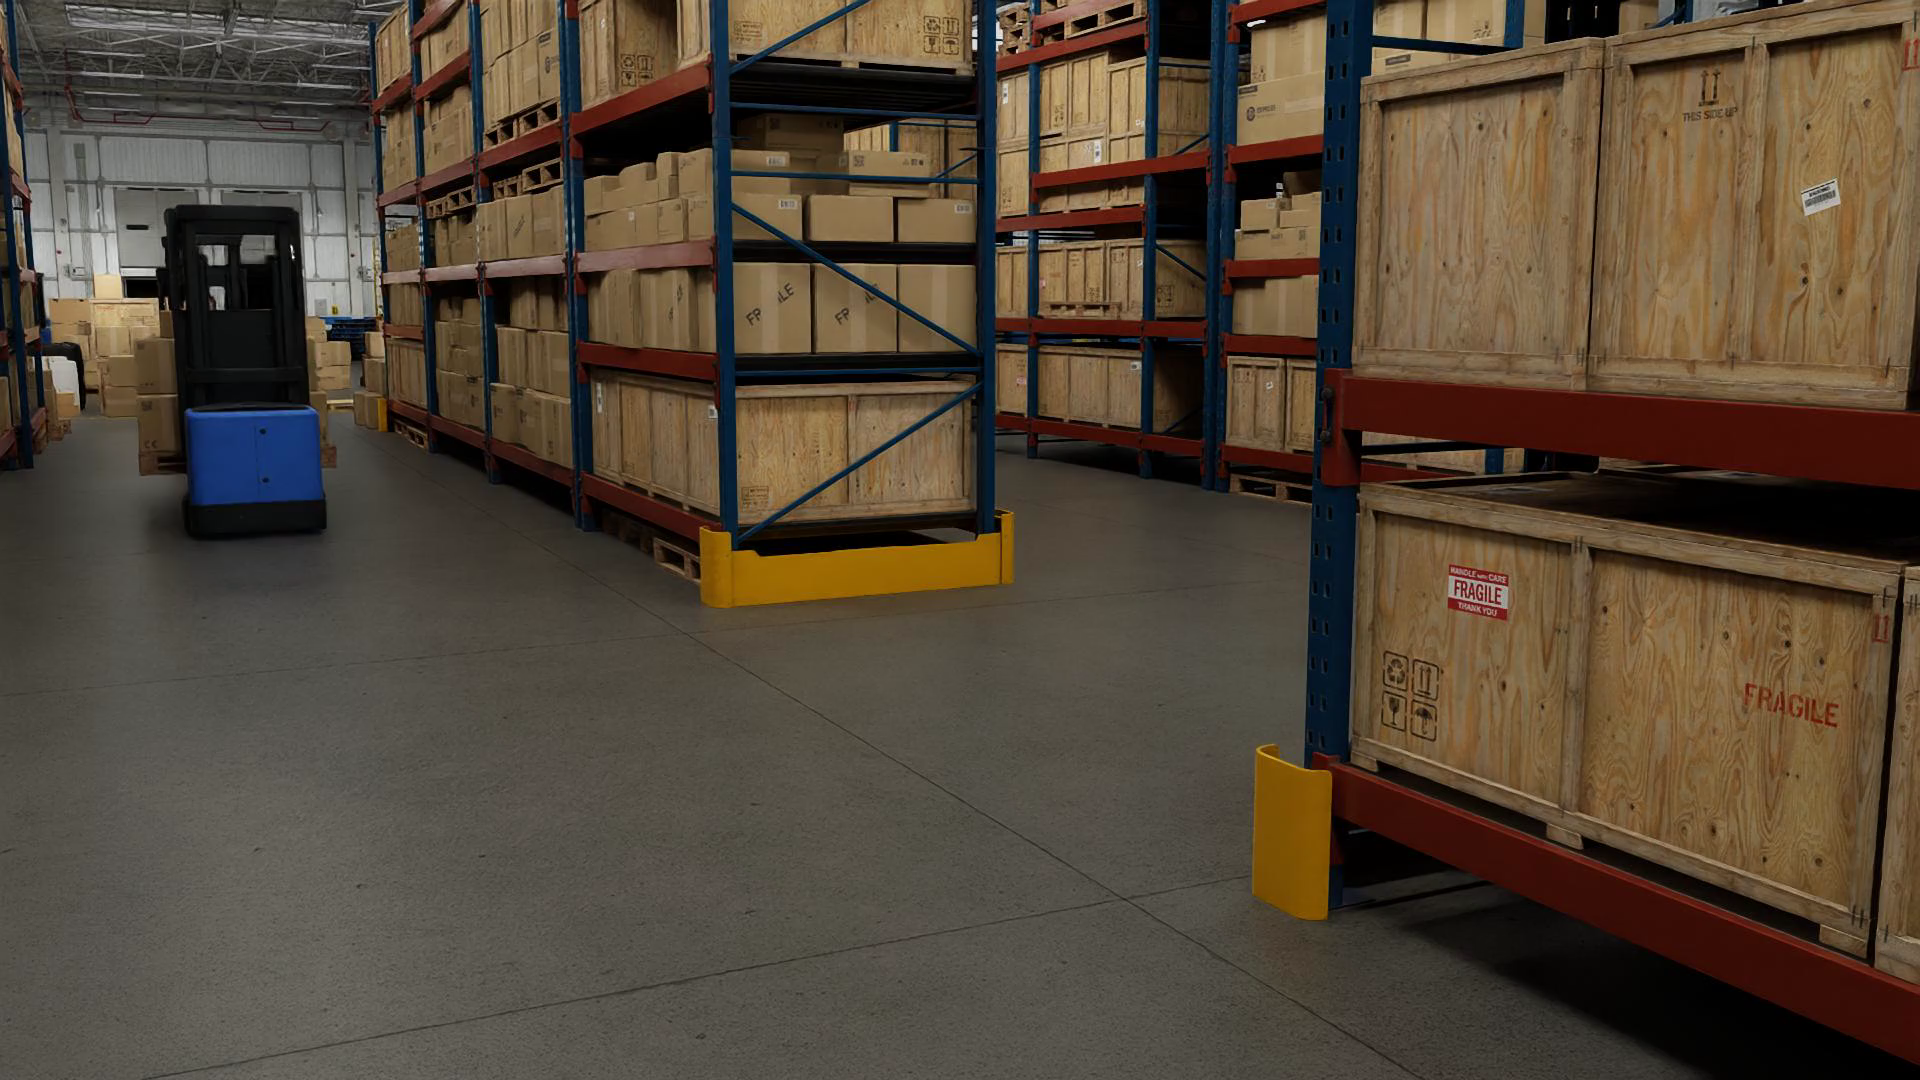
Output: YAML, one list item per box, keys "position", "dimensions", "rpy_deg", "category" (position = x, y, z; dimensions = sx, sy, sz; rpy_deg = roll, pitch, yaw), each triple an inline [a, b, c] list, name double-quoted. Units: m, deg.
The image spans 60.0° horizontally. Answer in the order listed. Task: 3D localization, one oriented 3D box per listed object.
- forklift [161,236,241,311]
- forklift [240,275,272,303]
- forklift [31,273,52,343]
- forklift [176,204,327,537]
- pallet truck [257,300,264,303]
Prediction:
- position: [-9.865, -2.569, 21.800]
  dimensions: [1.129, 2.768, 1.873]
  rpy_deg: [-4, 9, -26]
  category: "forklift"
- position: [-17.112, -5.252, 40.304]
  dimensions: [1.129, 2.768, 1.873]
  rpy_deg: [-4, 9, -26]
  category: "forklift"
- position: [-28.341, -6.758, 50.689]
  dimensions: [1.873, 2.768, 1.129]
  rpy_deg: [4, 9, 24]
  category: "forklift"
- position: [-6.273, -1.522, 14.584]
  dimensions: [1.129, 2.768, 1.873]
  rpy_deg: [-4, 9, -26]
  category: "forklift"
- position: [-23.913, -7.404, 58.171]
  dimensions: [1.885, 1.965, 0.823]
  rpy_deg: [-1, 8, -9]
  category: "pallet truck"
